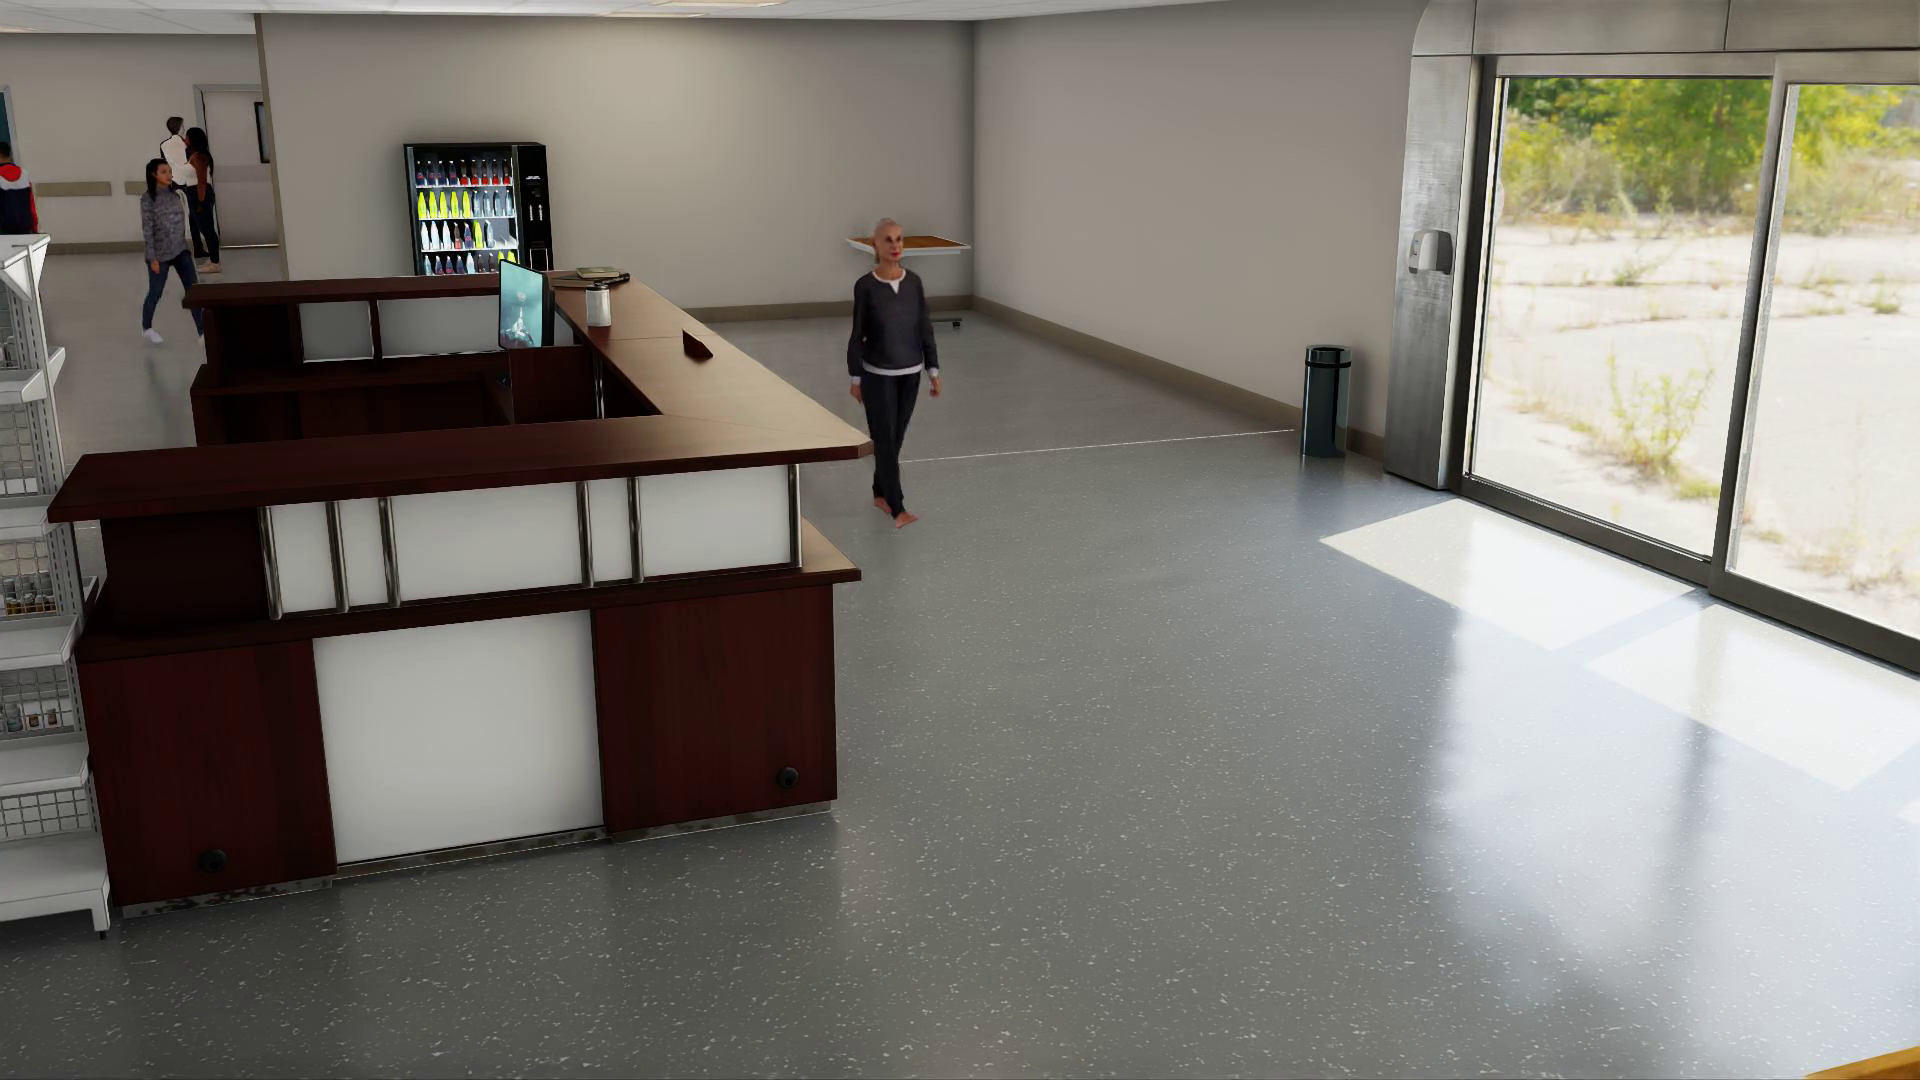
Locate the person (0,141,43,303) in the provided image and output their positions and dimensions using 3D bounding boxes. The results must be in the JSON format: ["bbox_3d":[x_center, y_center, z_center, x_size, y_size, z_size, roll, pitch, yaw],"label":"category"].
[{"bbox_3d":[-10.272,-3.430,18.130,1.080,1.730,1.047,9,18,29],"label":"person"}]

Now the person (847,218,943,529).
[{"bbox_3d":[-0.423,-0.942,9.372,1.006,1.693,0.809,-10,18,-31],"label":"person"}]

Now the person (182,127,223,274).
[{"bbox_3d":[-9.608,-4.320,21.137,0.576,1.810,0.620,-6,17,-19],"label":"person"}]

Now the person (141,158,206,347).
[{"bbox_3d":[-7.317,-2.590,15.230,1.184,1.685,1.154,8,18,26],"label":"person"}]

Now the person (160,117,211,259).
[{"bbox_3d":[-10.656,-4.836,22.819,0.710,1.892,0.841,2,16,9],"label":"person"}]
